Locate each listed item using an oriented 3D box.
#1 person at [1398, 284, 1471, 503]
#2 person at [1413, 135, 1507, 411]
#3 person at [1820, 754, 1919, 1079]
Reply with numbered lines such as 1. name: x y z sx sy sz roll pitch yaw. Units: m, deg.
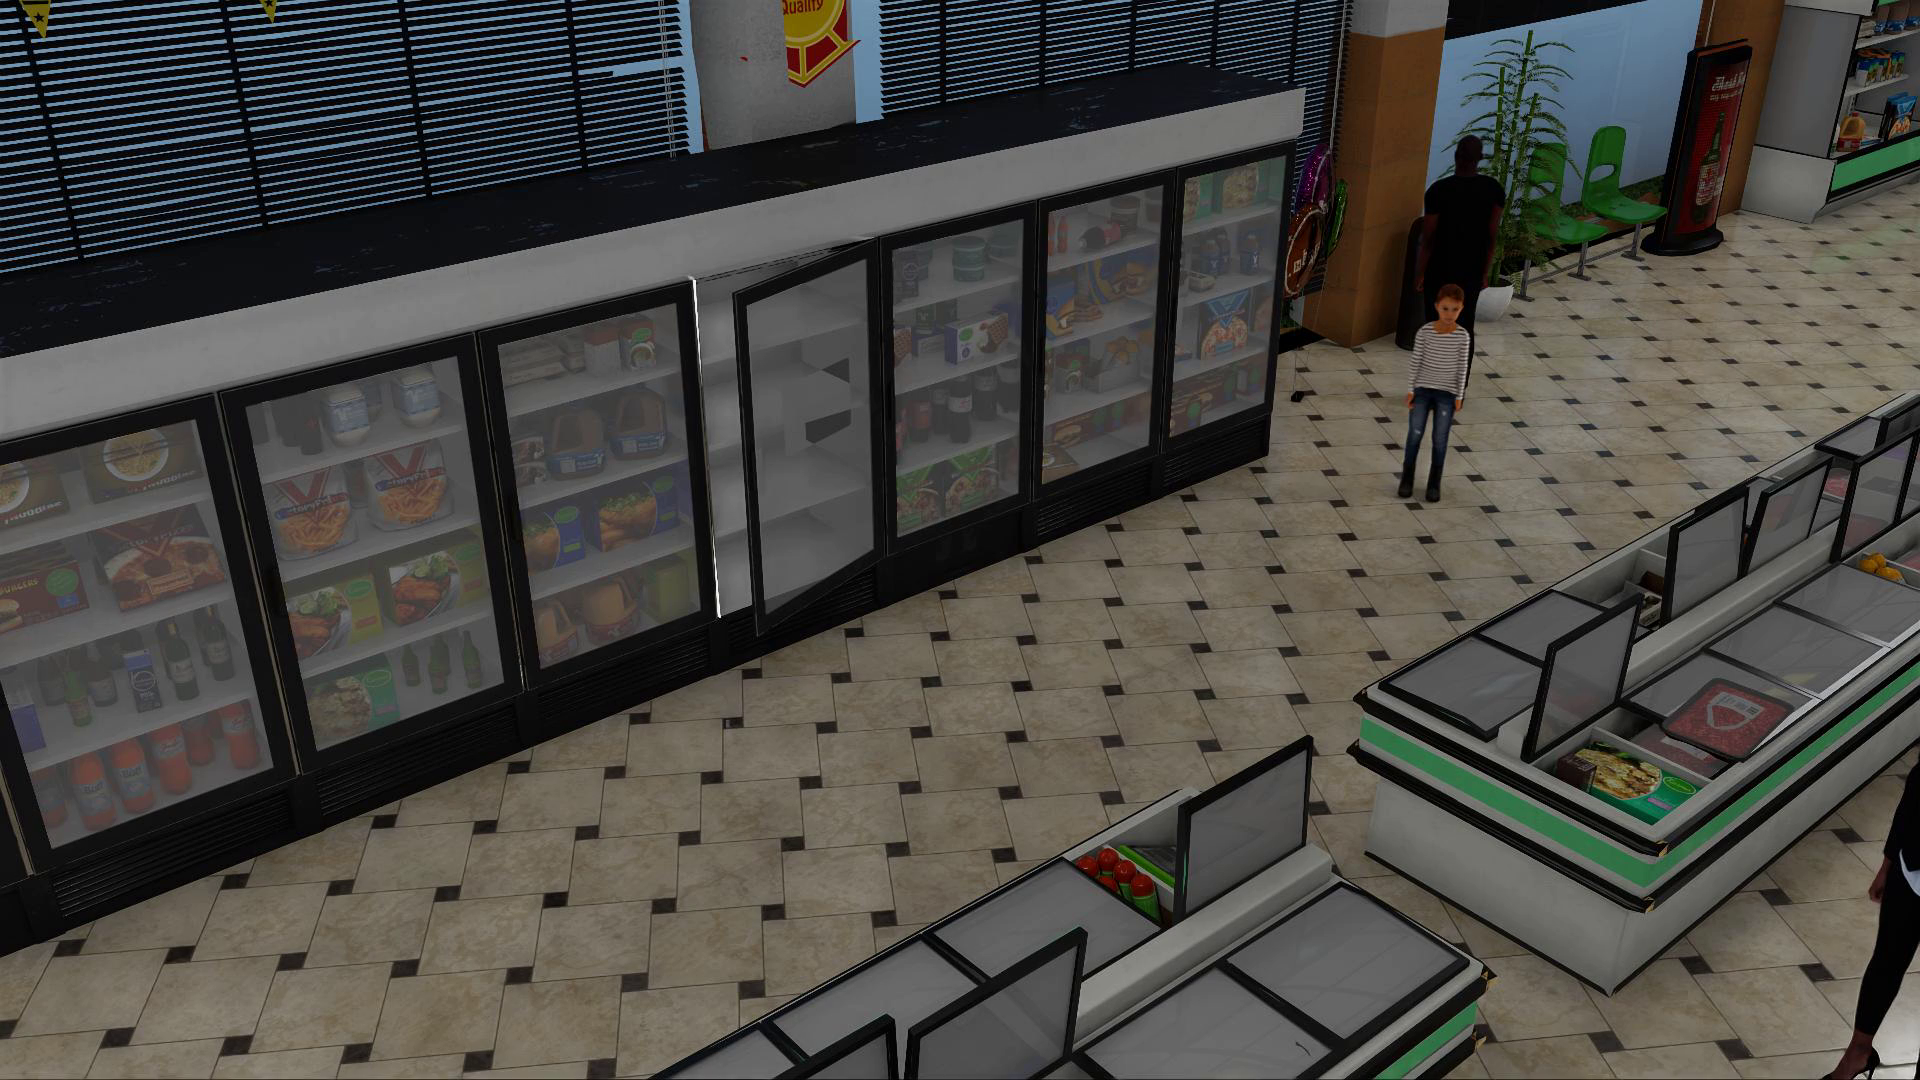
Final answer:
1. person: 2.779 -0.866 9.724 0.553 1.312 0.596 9 28 17
2. person: 3.240 -1.742 10.893 0.730 1.819 0.807 1 27 1
3. person: 3.089 1.126 5.219 0.623 1.834 0.650 -10 28 -19
